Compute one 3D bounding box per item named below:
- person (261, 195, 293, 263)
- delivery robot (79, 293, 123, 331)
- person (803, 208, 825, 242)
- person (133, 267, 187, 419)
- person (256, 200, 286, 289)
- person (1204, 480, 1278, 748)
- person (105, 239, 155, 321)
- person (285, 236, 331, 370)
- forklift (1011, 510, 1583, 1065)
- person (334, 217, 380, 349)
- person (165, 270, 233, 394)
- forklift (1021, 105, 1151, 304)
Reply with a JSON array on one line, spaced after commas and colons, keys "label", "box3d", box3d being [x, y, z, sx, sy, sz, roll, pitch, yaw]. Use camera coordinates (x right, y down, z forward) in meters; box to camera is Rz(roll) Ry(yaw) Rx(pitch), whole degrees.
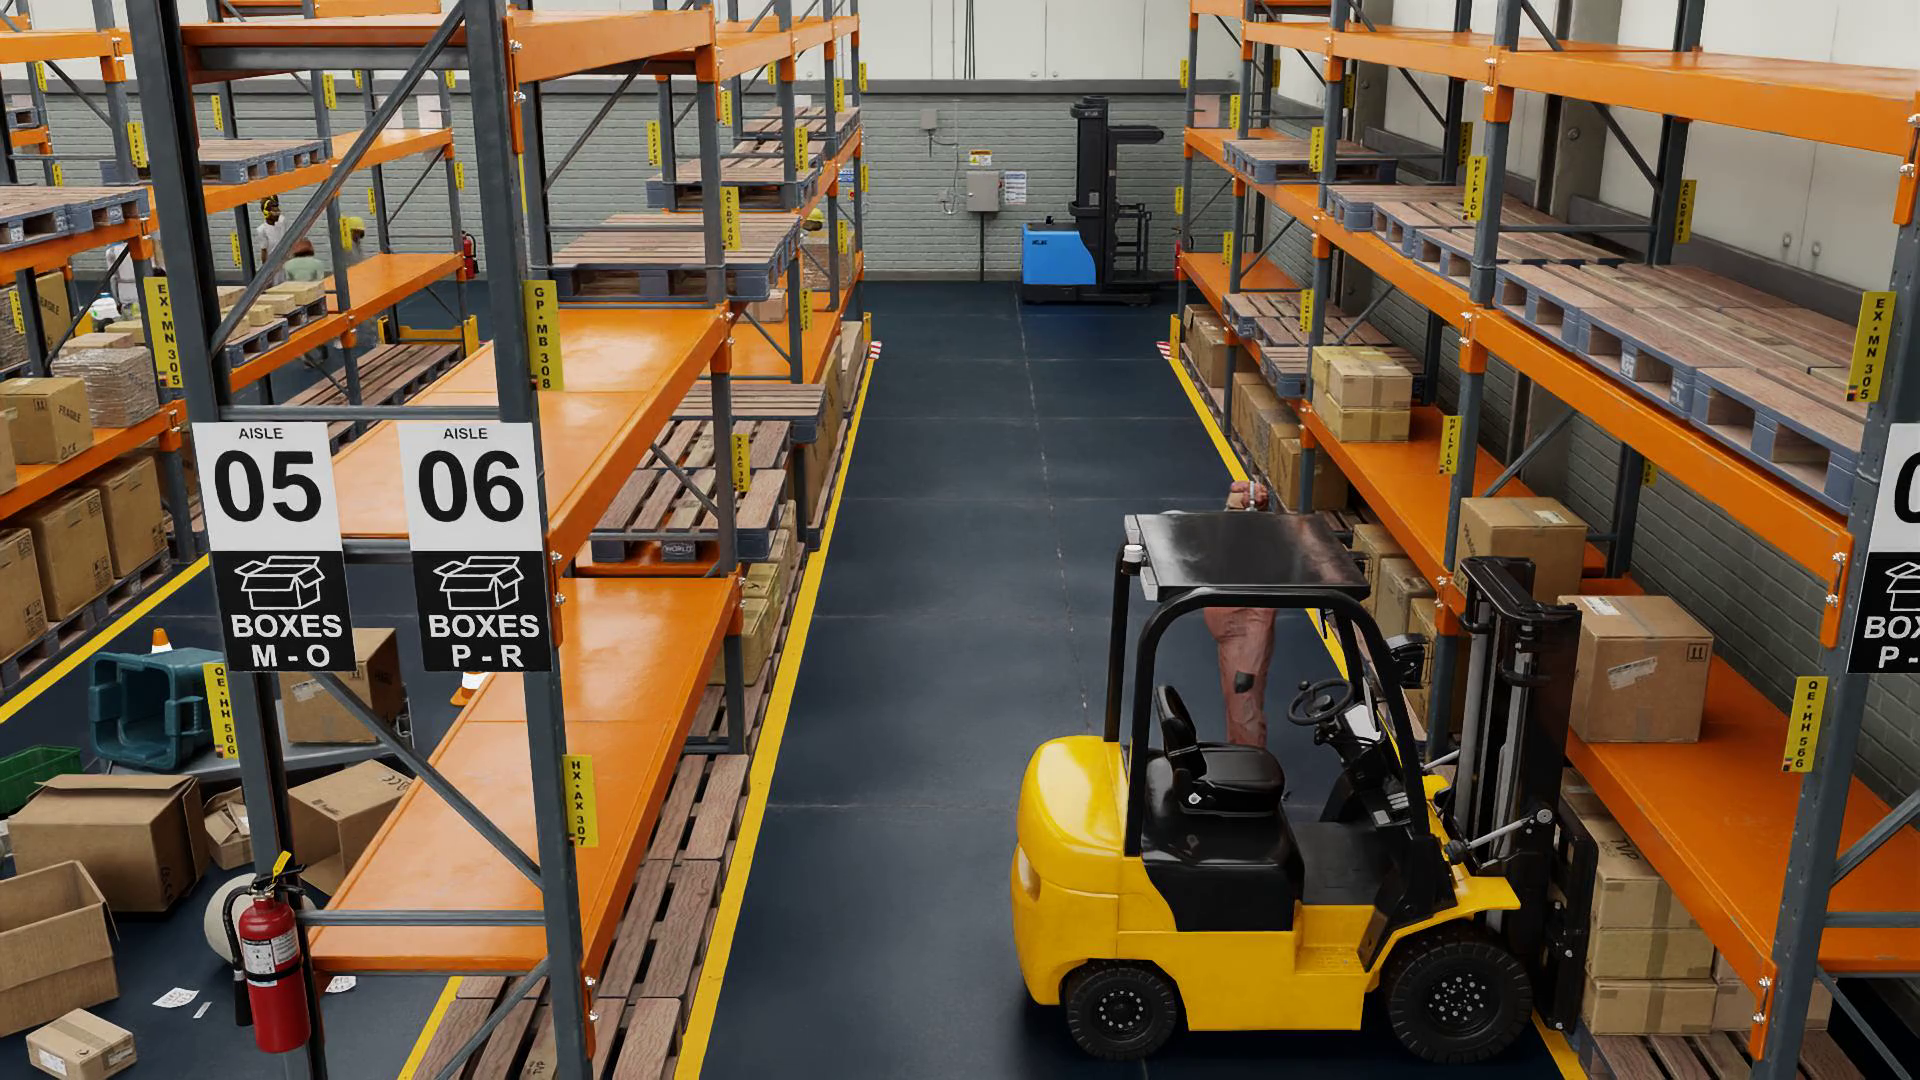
[{"label": "person", "box3d": [-9.236, -3.800, 22.589, 0.325, 1.861, 0.508, -14, 23, -37]}, {"label": "delivery robot", "box3d": [-11.404, -3.060, 22.242, 0.477, 0.478, 0.707, 6, 19, 19]}, {"label": "person", "box3d": [-1.905, -3.475, 21.799, 0.324, 1.730, 0.494, 0, 18, 1]}, {"label": "person", "box3d": [-8.366, -2.037, 17.537, 0.533, 1.681, 0.369, -5, 19, -15]}, {"label": "person", "box3d": [-8.878, -3.477, 21.596, 0.309, 1.864, 0.535, 2, 18, 5]}, {"label": "person", "box3d": [1.549, 0.590, 9.235, 0.407, 1.908, 0.641, 0, 18, 0]}, {"label": "person", "box3d": [-9.713, -2.861, 19.642, 0.546, 1.931, 0.378, -2, 18, -6]}, {"label": "person", "box3d": [-7.951, -2.896, 20.280, 0.505, 1.587, 0.868, -1, 18, -4]}, {"label": "forklift", "box3d": [1.387, 1.055, 7.378, 2.313, 2.155, 1.214, 0, 18, 0]}, {"label": "person", "box3d": [-7.779, -3.293, 21.325, 0.766, 1.682, 0.507, 4, 19, 12]}, {"label": "person", "box3d": [-8.454, -2.452, 18.457, 0.572, 1.884, 0.973, 2, 18, 6]}, {"label": "forklift", "box3d": [1.857, -4.944, 24.441, 1.873, 2.768, 1.129, 0, 18, 0]}]
